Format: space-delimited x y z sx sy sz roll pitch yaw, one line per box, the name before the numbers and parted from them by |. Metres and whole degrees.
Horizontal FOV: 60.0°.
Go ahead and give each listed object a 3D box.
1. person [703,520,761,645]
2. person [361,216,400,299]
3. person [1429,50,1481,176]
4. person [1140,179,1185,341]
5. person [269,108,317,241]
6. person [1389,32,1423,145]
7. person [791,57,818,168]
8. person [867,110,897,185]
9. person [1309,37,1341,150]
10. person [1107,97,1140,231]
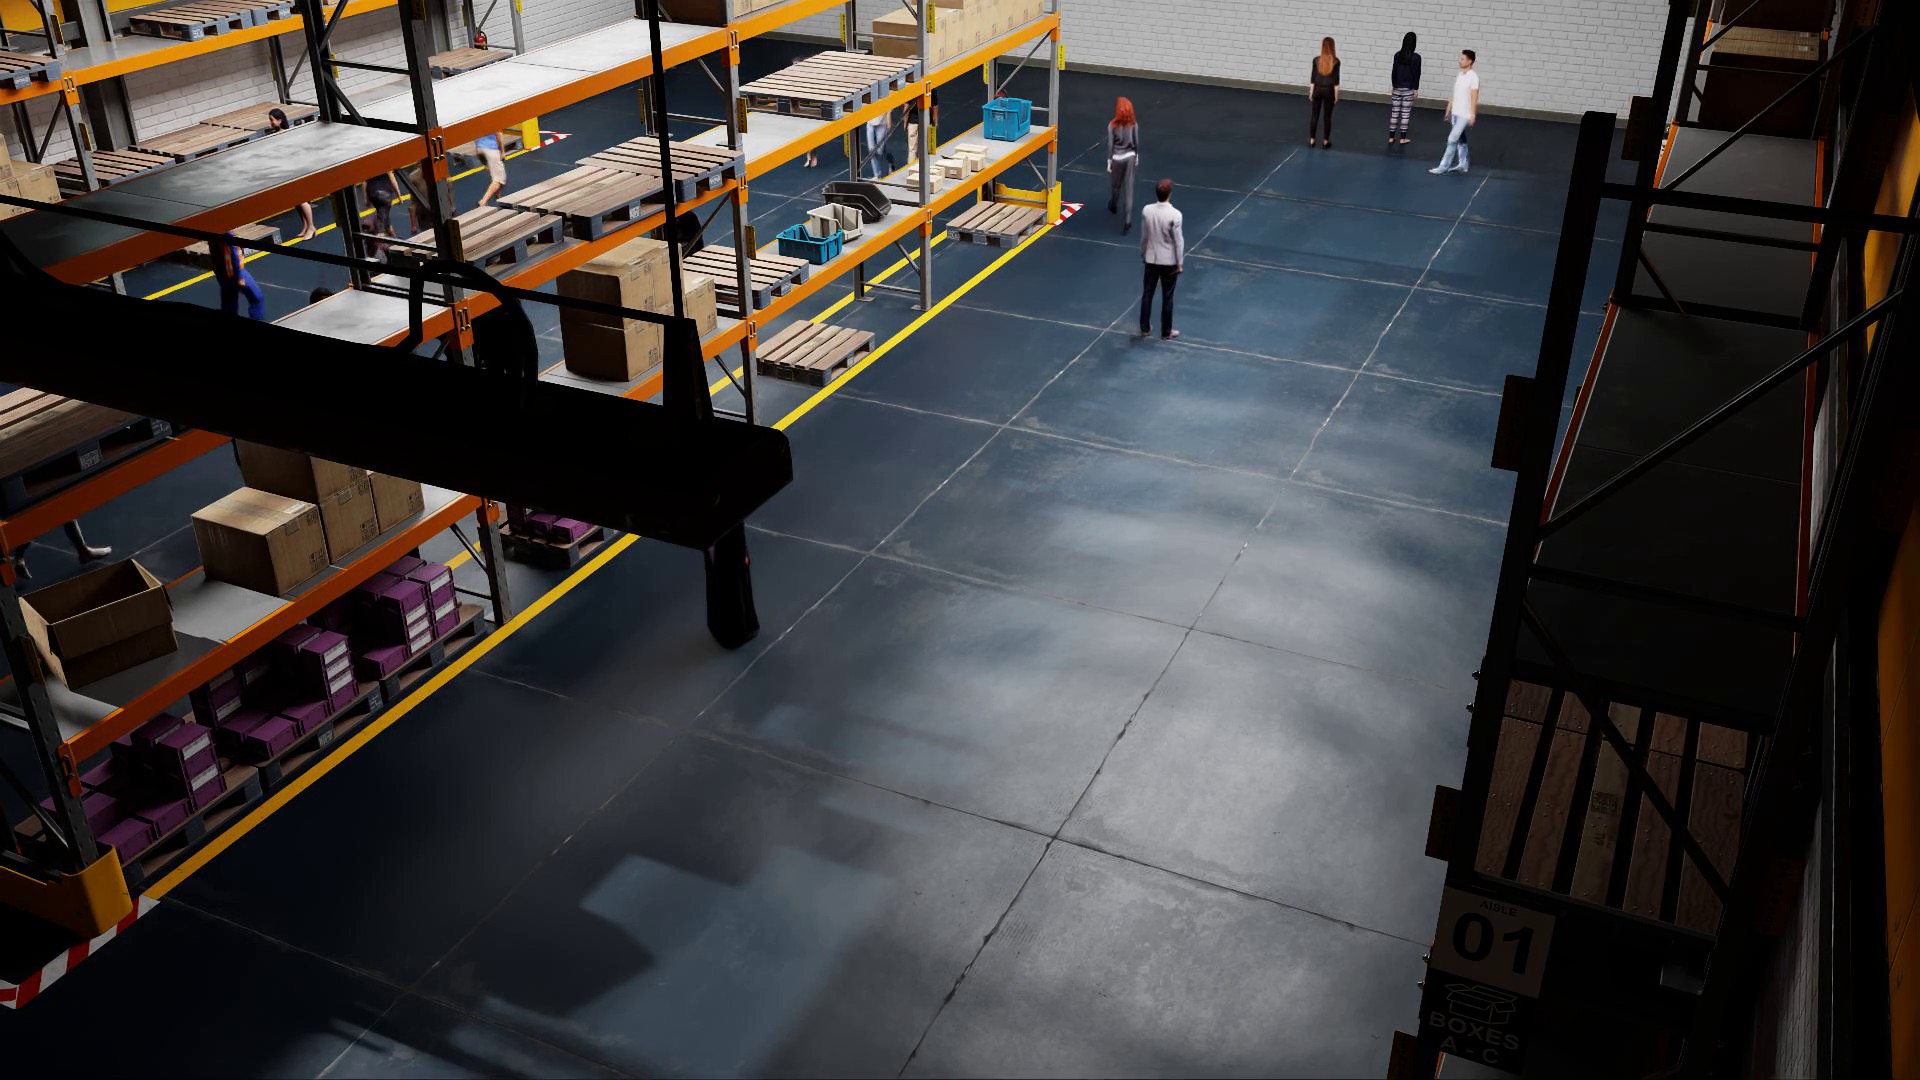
person | -1.887 0.051 13.293 0.661 1.615 0.659 21 35 33
person | -6.282 -2.677 18.146 0.814 1.757 1.136 3 29 6
person | 7.569 -6.355 24.807 1.057 1.835 1.040 -5 29 -10
person | 2.298 -3.217 19.036 0.706 1.851 0.599 17 33 28
person | -8.899 -4.868 22.153 0.763 1.766 0.739 -22 36 -35
person | 7.066 -7.204 26.471 0.633 1.732 0.557 18 33 29
person | -2.298 -6.498 25.234 0.639 1.678 0.652 9 30 16
person | -1.146 -6.069 24.414 0.724 1.709 0.881 20 34 32
person | 5.722 -7.034 26.185 0.600 1.707 0.524 11 30 19
person | 2.220 -5.045 22.538 1.015 1.708 1.285 -1 29 -2
